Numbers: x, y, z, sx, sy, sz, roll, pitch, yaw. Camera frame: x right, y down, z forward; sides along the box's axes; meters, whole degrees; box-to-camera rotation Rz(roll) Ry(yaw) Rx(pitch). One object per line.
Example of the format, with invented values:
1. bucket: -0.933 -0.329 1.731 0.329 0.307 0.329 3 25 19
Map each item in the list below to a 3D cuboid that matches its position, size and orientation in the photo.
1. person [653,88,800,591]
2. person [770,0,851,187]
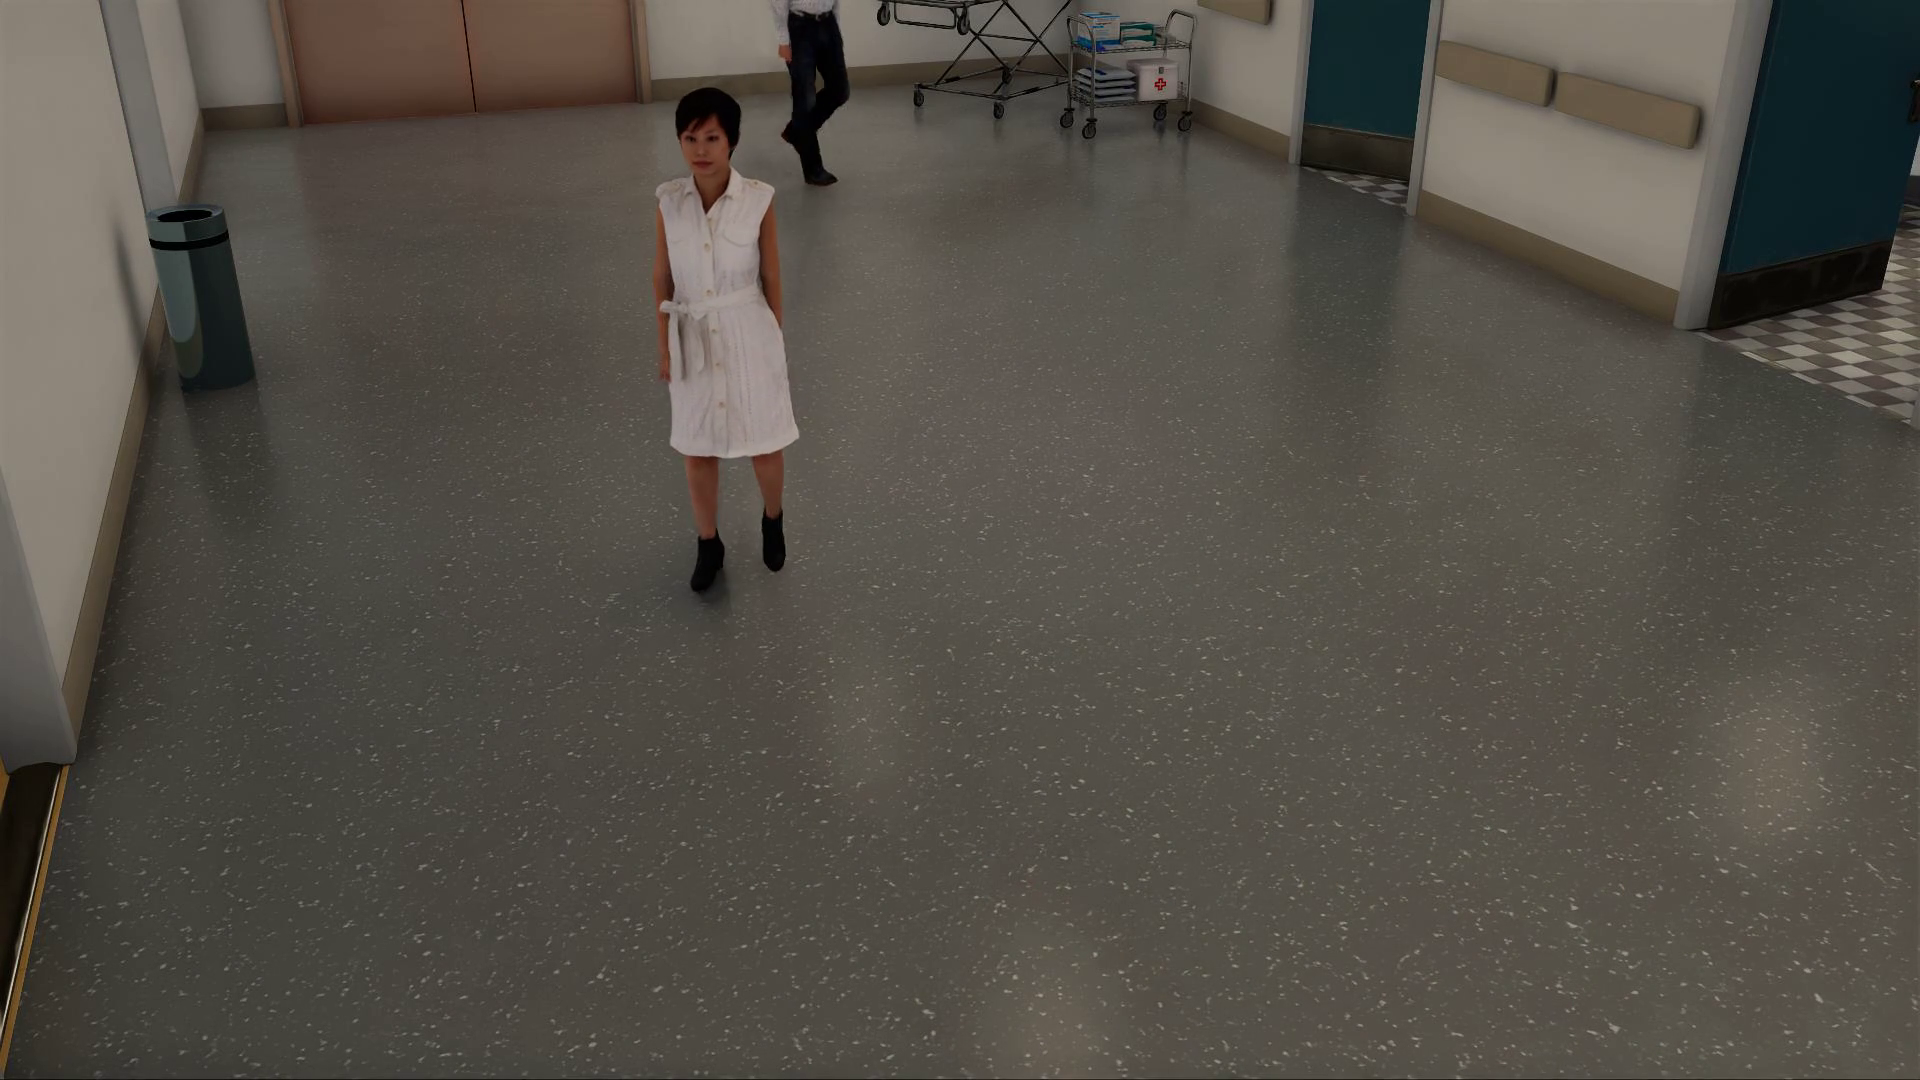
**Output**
1. person: -0.728 -0.610 5.126 0.673 1.553 0.703 2 26 3
2. person: -0.944 -3.038 9.861 0.834 1.814 0.913 -23 34 -39
